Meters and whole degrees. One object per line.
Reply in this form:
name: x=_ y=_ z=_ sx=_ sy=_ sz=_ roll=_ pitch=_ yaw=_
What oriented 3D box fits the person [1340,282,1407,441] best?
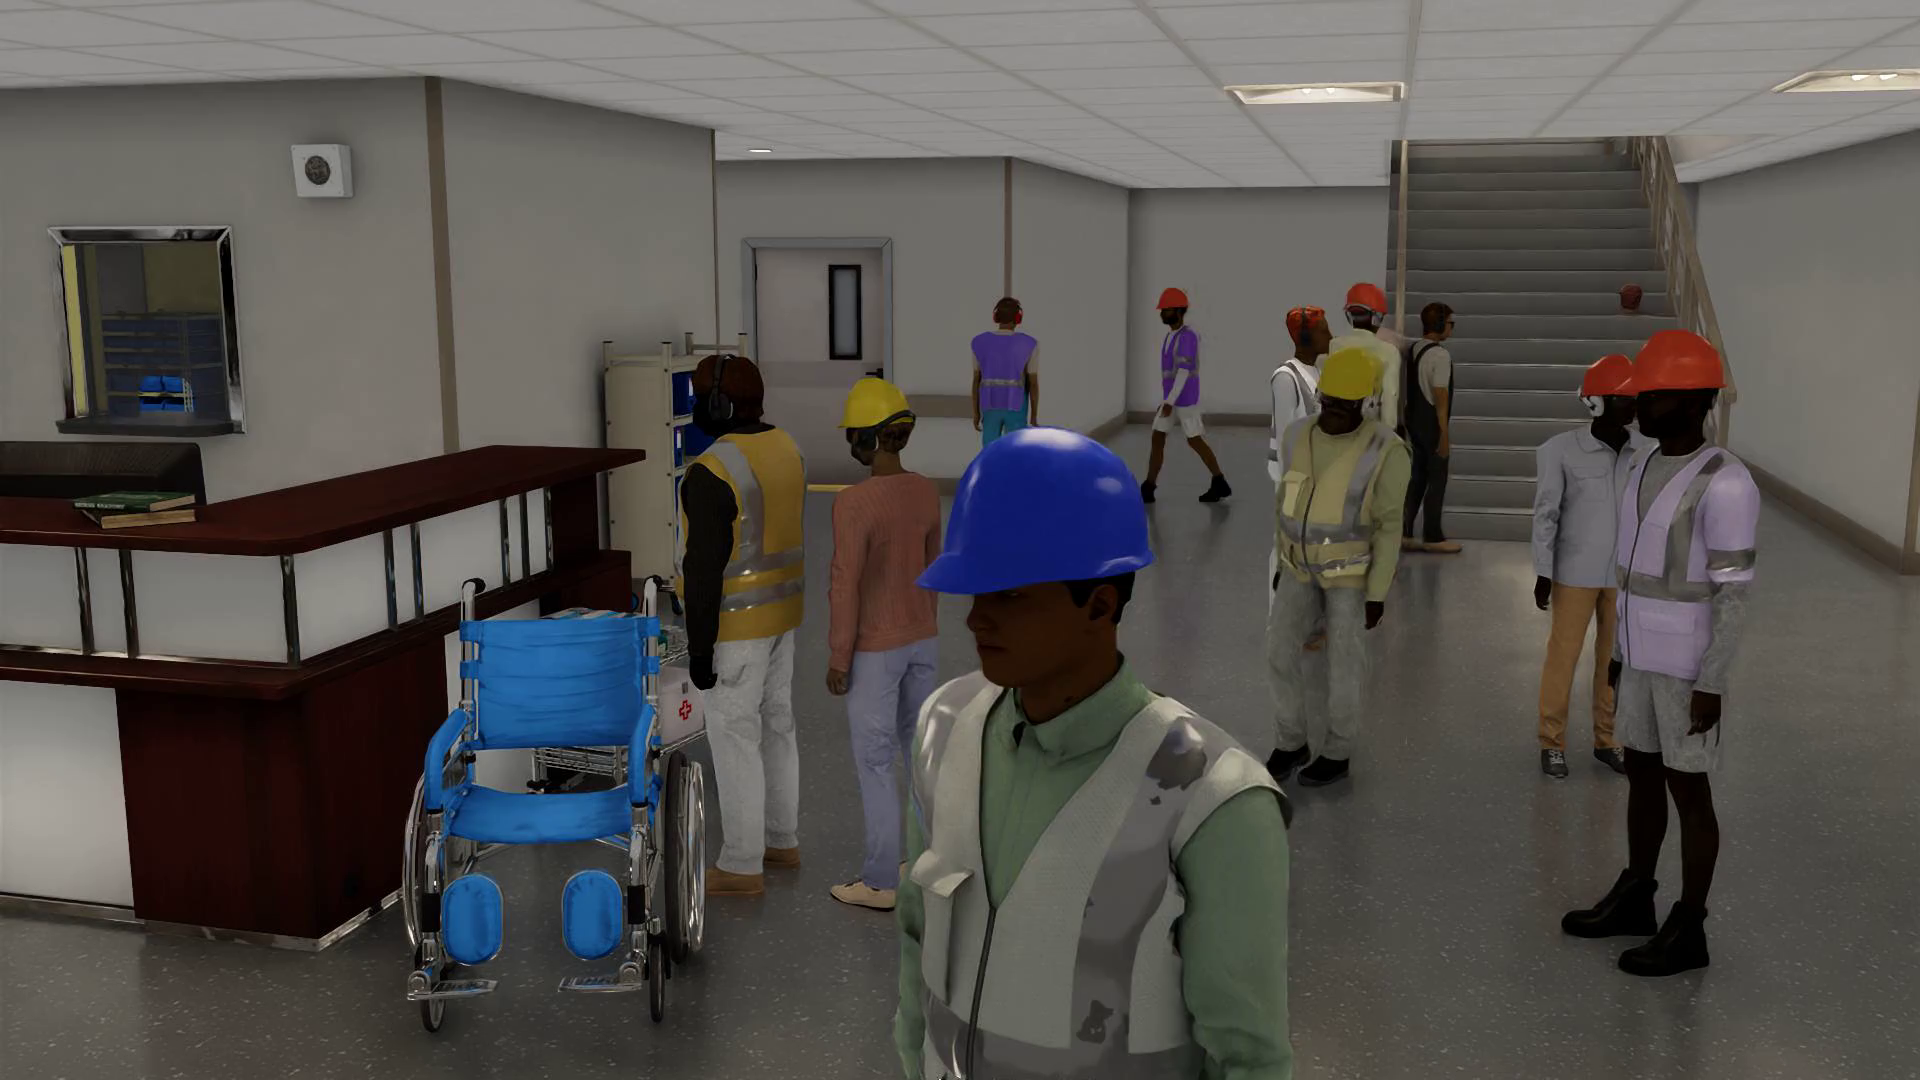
person: x=2.975 y=-0.880 z=12.096 sx=0.639 sy=1.967 sz=0.501 roll=-5 pitch=11 yaw=-27

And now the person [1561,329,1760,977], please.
person: x=2.113 y=0.342 z=5.001 sx=0.378 sy=1.938 sz=0.547 roll=-2 pitch=10 yaw=-10

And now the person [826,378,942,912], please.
person: x=-0.257 y=0.343 z=5.537 sx=0.342 sy=1.756 sz=0.518 roll=7 pitch=12 yaw=34

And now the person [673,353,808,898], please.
person: x=-0.752 y=0.288 z=5.649 sx=0.430 sy=1.836 sz=0.619 roll=4 pitch=11 yaw=24

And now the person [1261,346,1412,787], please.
person: x=1.461 y=0.131 z=6.627 sx=0.537 sy=1.804 sz=0.618 roll=-9 pitch=13 yaw=-43

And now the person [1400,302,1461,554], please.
person: x=3.389 y=-0.796 z=12.011 sx=0.507 sy=1.835 sz=0.541 roll=-3 pitch=10 yaw=-14

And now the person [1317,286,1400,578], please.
person: x=2.640 y=-0.686 z=11.005 sx=0.624 sy=1.952 sz=0.815 roll=7 pitch=12 yaw=36

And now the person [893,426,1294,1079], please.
person: x=0.131 y=0.821 z=2.148 sx=0.406 sy=1.946 sz=0.608 roll=-9 pitch=13 yaw=-43

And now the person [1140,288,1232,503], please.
person: x=1.952 y=-1.247 z=14.514 sx=0.971 sy=1.900 sz=0.550 roll=-3 pitch=10 yaw=-18

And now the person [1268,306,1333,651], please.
person: x=1.892 y=-0.345 z=9.204 sx=0.356 sy=1.884 sz=0.574 roll=5 pitch=11 yaw=27

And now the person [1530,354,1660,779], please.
person: x=2.644 y=0.112 z=6.881 sx=0.573 sy=1.755 sz=0.319 roll=-1 pitch=10 yaw=-6

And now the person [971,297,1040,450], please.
person: x=0.360 y=-1.022 z=13.347 sx=0.559 sy=1.836 sz=0.385 roll=2 pitch=10 yaw=13
